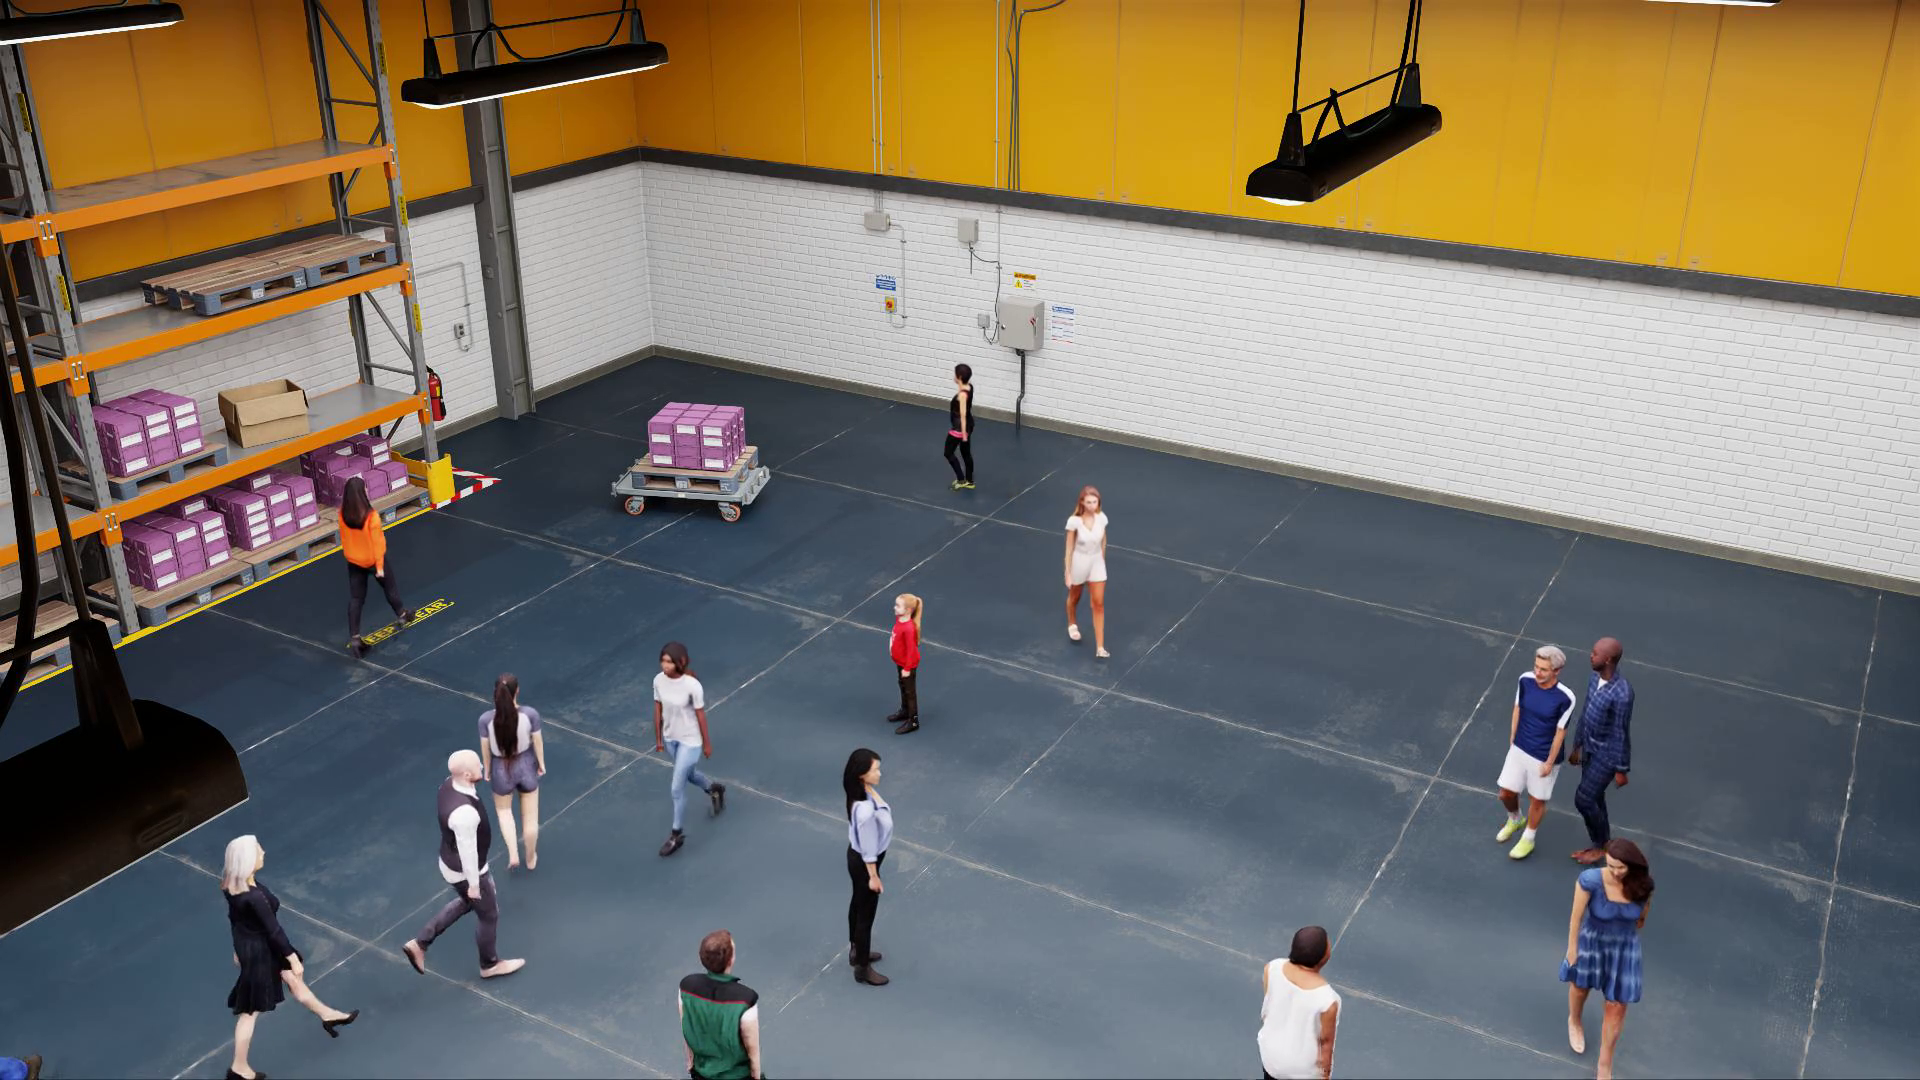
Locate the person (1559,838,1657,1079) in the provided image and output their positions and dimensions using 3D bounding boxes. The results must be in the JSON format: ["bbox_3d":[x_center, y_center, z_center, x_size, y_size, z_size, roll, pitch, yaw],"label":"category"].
[{"bbox_3d":[4.003,2.546,10.348,0.808,1.758,0.964,1,24,3],"label":"person"}]

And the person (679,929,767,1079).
[{"bbox_3d":[-1.337,2.982,9.258,0.723,1.831,0.883,8,25,18],"label":"person"}]

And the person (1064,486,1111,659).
[{"bbox_3d":[1.160,0.254,15.733,1.059,1.645,1.141,-5,24,-12],"label":"person"}]

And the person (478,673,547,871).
[{"bbox_3d":[-3.288,1.766,12.279,0.734,1.640,0.793,-6,24,-13],"label":"person"}]

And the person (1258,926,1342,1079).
[{"bbox_3d":[1.893,2.945,9.540,0.918,1.675,0.797,-19,30,-37],"label":"person"}]

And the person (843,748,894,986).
[{"bbox_3d":[-0.645,2.182,11.197,0.784,1.745,0.697,-4,24,-8],"label":"person"}]

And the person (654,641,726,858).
[{"bbox_3d":[-2.069,1.530,12.766,0.611,1.684,1.089,12,26,25],"label":"person"}]

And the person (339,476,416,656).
[{"bbox_3d":[-5.630,0.272,15.622,0.772,1.700,1.134,8,25,17],"label":"person"}]

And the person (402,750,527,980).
[{"bbox_3d":[-3.351,2.211,11.061,1.144,1.800,1.001,-15,28,-30],"label":"person"}]

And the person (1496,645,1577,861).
[{"bbox_3d":[4.387,1.565,12.512,0.720,1.822,0.699,-21,31,-39],"label":"person"}]

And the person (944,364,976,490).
[{"bbox_3d":[0.092,-1.312,19.447,0.645,1.539,0.539,8,25,17],"label":"person"}]

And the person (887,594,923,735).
[{"bbox_3d":[-0.468,1.045,14.379,0.643,1.280,0.588,-8,25,-17],"label":"person"}]

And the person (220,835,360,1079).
[{"bbox_3d":[-4.388,2.629,10.217,1.181,1.711,0.849,-21,31,-40],"label":"person"}]

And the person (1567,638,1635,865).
[{"bbox_3d":[4.894,1.589,12.496,0.890,1.792,0.809,-5,24,-11],"label":"person"}]
